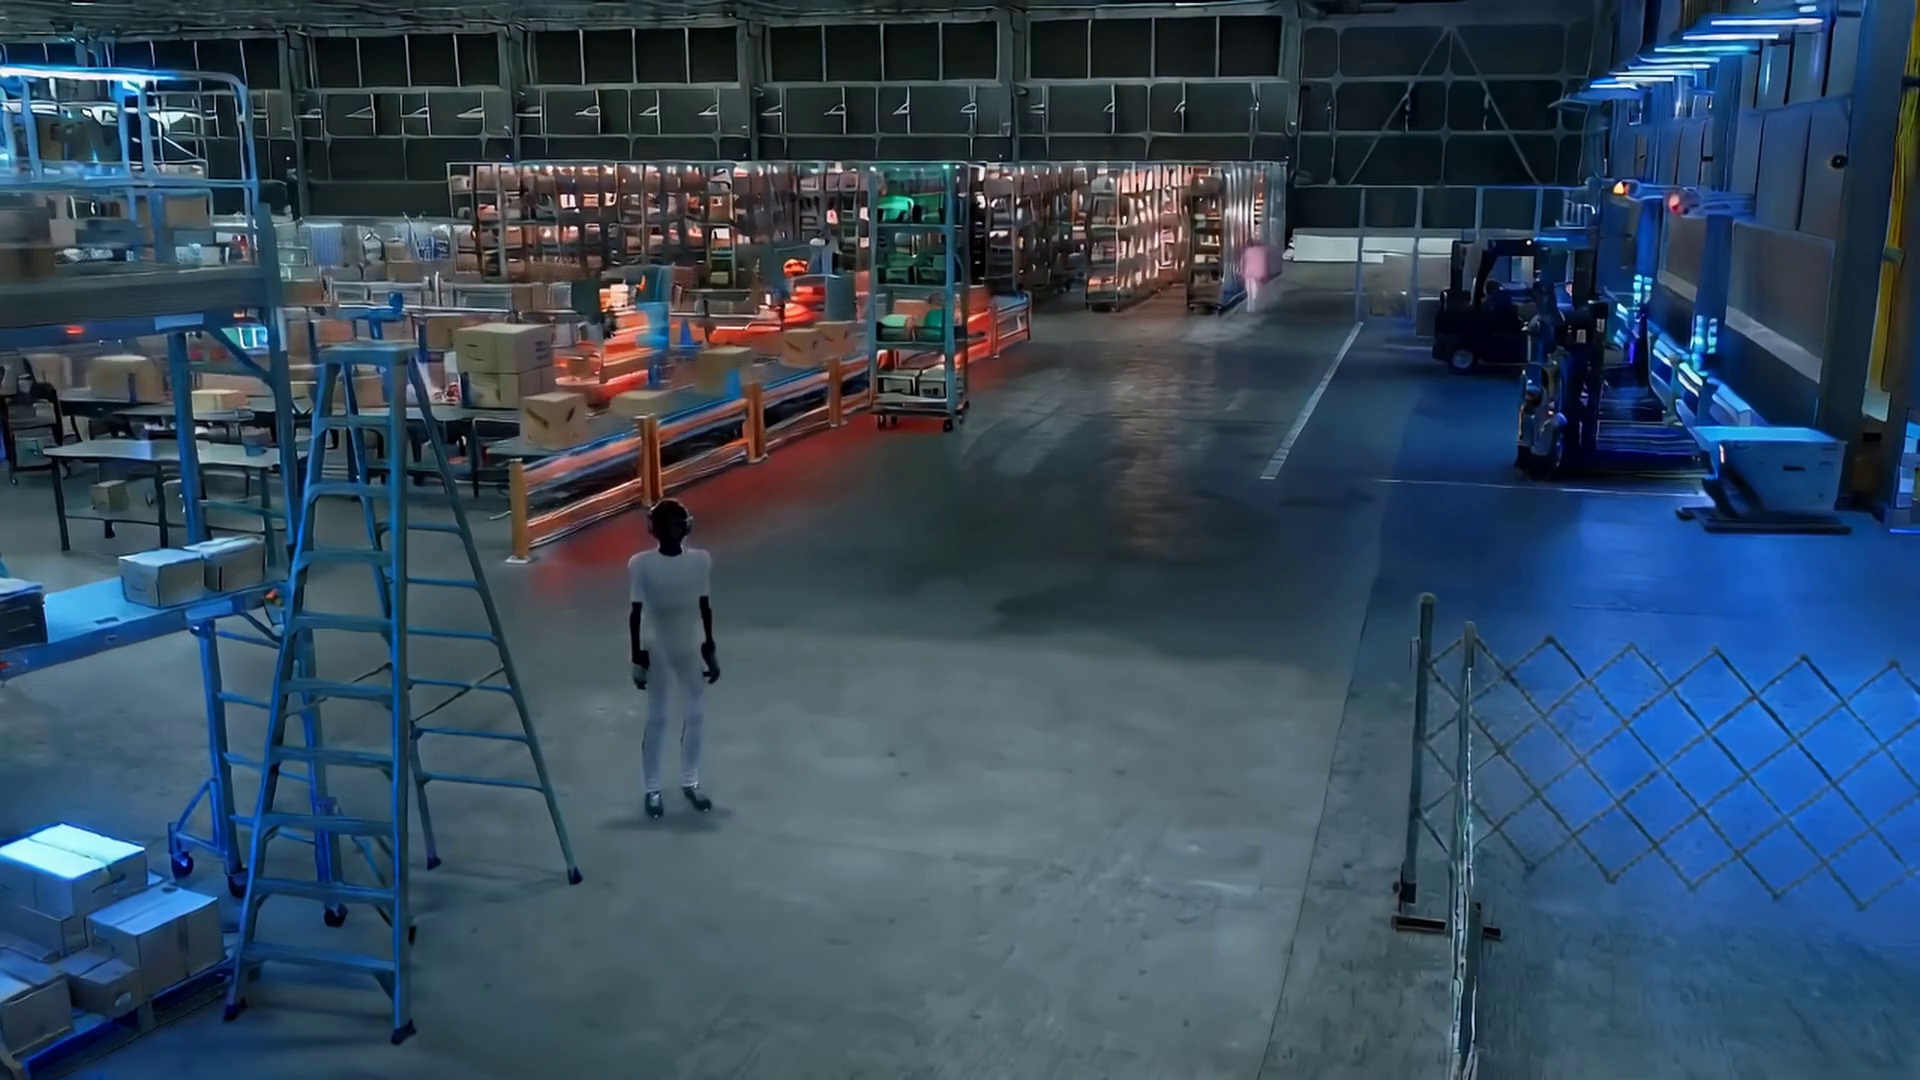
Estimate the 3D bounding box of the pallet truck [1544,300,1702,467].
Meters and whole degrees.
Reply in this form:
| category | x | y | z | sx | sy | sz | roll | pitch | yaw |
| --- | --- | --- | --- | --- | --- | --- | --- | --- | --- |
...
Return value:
| category | x | y | z | sx | sy | sz | roll | pitch | yaw |
| --- | --- | --- | --- | --- | --- | --- | --- | --- | --- |
| pallet truck | 8.263 | -1.952 | 20.631 | 1.885 | 1.965 | 0.823 | 5 | 14 | 20 |

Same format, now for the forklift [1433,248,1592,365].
| category | x | y | z | sx | sy | sz | roll | pitch | yaw |
| --- | --- | --- | --- | --- | --- | --- | --- | --- | --- |
| forklift | 9.780 | -4.111 | 29.280 | 2.680 | 1.987 | 1.157 | 3 | 13 | 14 |

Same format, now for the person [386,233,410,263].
| category | x | y | z | sx | sy | sz | roll | pitch | yaw |
| --- | --- | --- | --- | --- | --- | --- | --- | --- | --- |
| person | -14.573 | -7.080 | 43.224 | 0.591 | 1.806 | 0.866 | -7 | 15 | -27 |

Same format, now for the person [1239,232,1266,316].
| category | x | y | z | sx | sy | sz | roll | pitch | yaw |
| --- | --- | --- | --- | --- | --- | --- | --- | --- | --- |
| person | 6.897 | -6.291 | 39.415 | 0.525 | 1.973 | 0.651 | -12 | 18 | -42 |

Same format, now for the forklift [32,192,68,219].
| category | x | y | z | sx | sy | sz | roll | pitch | yaw |
| --- | --- | --- | --- | --- | --- | --- | --- | --- | --- |
| forklift | -26.678 | -8.956 | 48.957 | 1.873 | 2.768 | 1.129 | 4 | 14 | 15 |

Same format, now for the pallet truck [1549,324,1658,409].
| category | x | y | z | sx | sy | sz | roll | pitch | yaw |
| --- | --- | --- | --- | --- | --- | --- | --- | --- | --- |
| pallet truck | 9.824 | -2.669 | 25.407 | 1.601 | 1.201 | 0.680 | 4 | 14 | 16 |

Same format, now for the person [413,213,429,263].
| category | x | y | z | sx | sy | sz | roll | pitch | yaw |
| --- | --- | --- | --- | --- | --- | --- | --- | --- | --- |
| person | -19.149 | -10.728 | 59.123 | 0.485 | 1.735 | 0.346 | -9 | 16 | -33 |

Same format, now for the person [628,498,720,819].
| category | x | y | z | sx | sy | sz | roll | pitch | yaw |
| --- | --- | --- | --- | --- | --- | --- | --- | --- | --- |
| person | -1.640 | 0.671 | 9.593 | 0.514 | 1.866 | 0.332 | -6 | 14 | -24 |

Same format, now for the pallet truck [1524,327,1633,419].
| category | x | y | z | sx | sy | sz | roll | pitch | yaw |
| --- | --- | --- | --- | --- | --- | --- | --- | --- | --- |
| pallet truck | 9.065 | -2.460 | 24.370 | 1.522 | 1.261 | 0.704 | 3 | 13 | 14 |

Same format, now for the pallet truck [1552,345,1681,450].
| category | x | y | z | sx | sy | sz | roll | pitch | yaw |
| --- | --- | --- | --- | --- | --- | --- | --- | --- | --- |
| pallet truck | 8.641 | -1.896 | 21.908 | 1.630 | 1.274 | 0.653 | 4 | 14 | 16 |

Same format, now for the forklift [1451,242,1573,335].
| category | x | y | z | sx | sy | sz | roll | pitch | yaw |
| --- | --- | --- | --- | --- | --- | --- | --- | --- | --- |
| forklift | 10.464 | -4.597 | 31.405 | 2.680 | 1.987 | 1.157 | 4 | 14 | 16 |

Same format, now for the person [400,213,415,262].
| category | x | y | z | sx | sy | sz | roll | pitch | yaw |
| --- | --- | --- | --- | --- | --- | --- | --- | --- | --- |
| person | -18.176 | -9.779 | 54.640 | 0.400 | 1.907 | 0.645 | 1 | 13 | 2 |

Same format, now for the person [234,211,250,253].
| category | x | y | z | sx | sy | sz | roll | pitch | yaw |
| --- | --- | --- | --- | --- | --- | --- | --- | --- | --- |
| person | -27.015 | -11.530 | 62.661 | 0.579 | 1.694 | 0.850 | -11 | 17 | -40 |

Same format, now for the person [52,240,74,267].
| category | x | y | z | sx | sy | sz | roll | pitch | yaw |
| --- | --- | --- | --- | --- | --- | --- | --- | --- | --- |
| person | -19.848 | -5.705 | 36.968 | 0.545 | 1.933 | 0.615 | 2 | 13 | 9 |

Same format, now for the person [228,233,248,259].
| category | x | y | z | sx | sy | sz | roll | pitch | yaw |
| --- | --- | --- | --- | --- | --- | --- | --- | --- | --- |
| person | -19.194 | -7.363 | 44.363 | 0.591 | 1.833 | 0.403 | 6 | 14 | 24 |

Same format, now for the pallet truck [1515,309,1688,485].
| category | x | y | z | sx | sy | sz | roll | pitch | yaw |
| --- | --- | --- | --- | --- | --- | --- | --- | --- | --- |
| pallet truck | 7.554 | -1.677 | 19.446 | 1.885 | 1.965 | 0.823 | 3 | 13 | 14 |

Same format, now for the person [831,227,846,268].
| category | x | y | z | sx | sy | sz | roll | pitch | yaw |
| --- | --- | --- | --- | --- | --- | --- | --- | --- | --- |
| person | -3.478 | -8.291 | 48.512 | 0.657 | 1.777 | 0.754 | -8 | 15 | -30 |
